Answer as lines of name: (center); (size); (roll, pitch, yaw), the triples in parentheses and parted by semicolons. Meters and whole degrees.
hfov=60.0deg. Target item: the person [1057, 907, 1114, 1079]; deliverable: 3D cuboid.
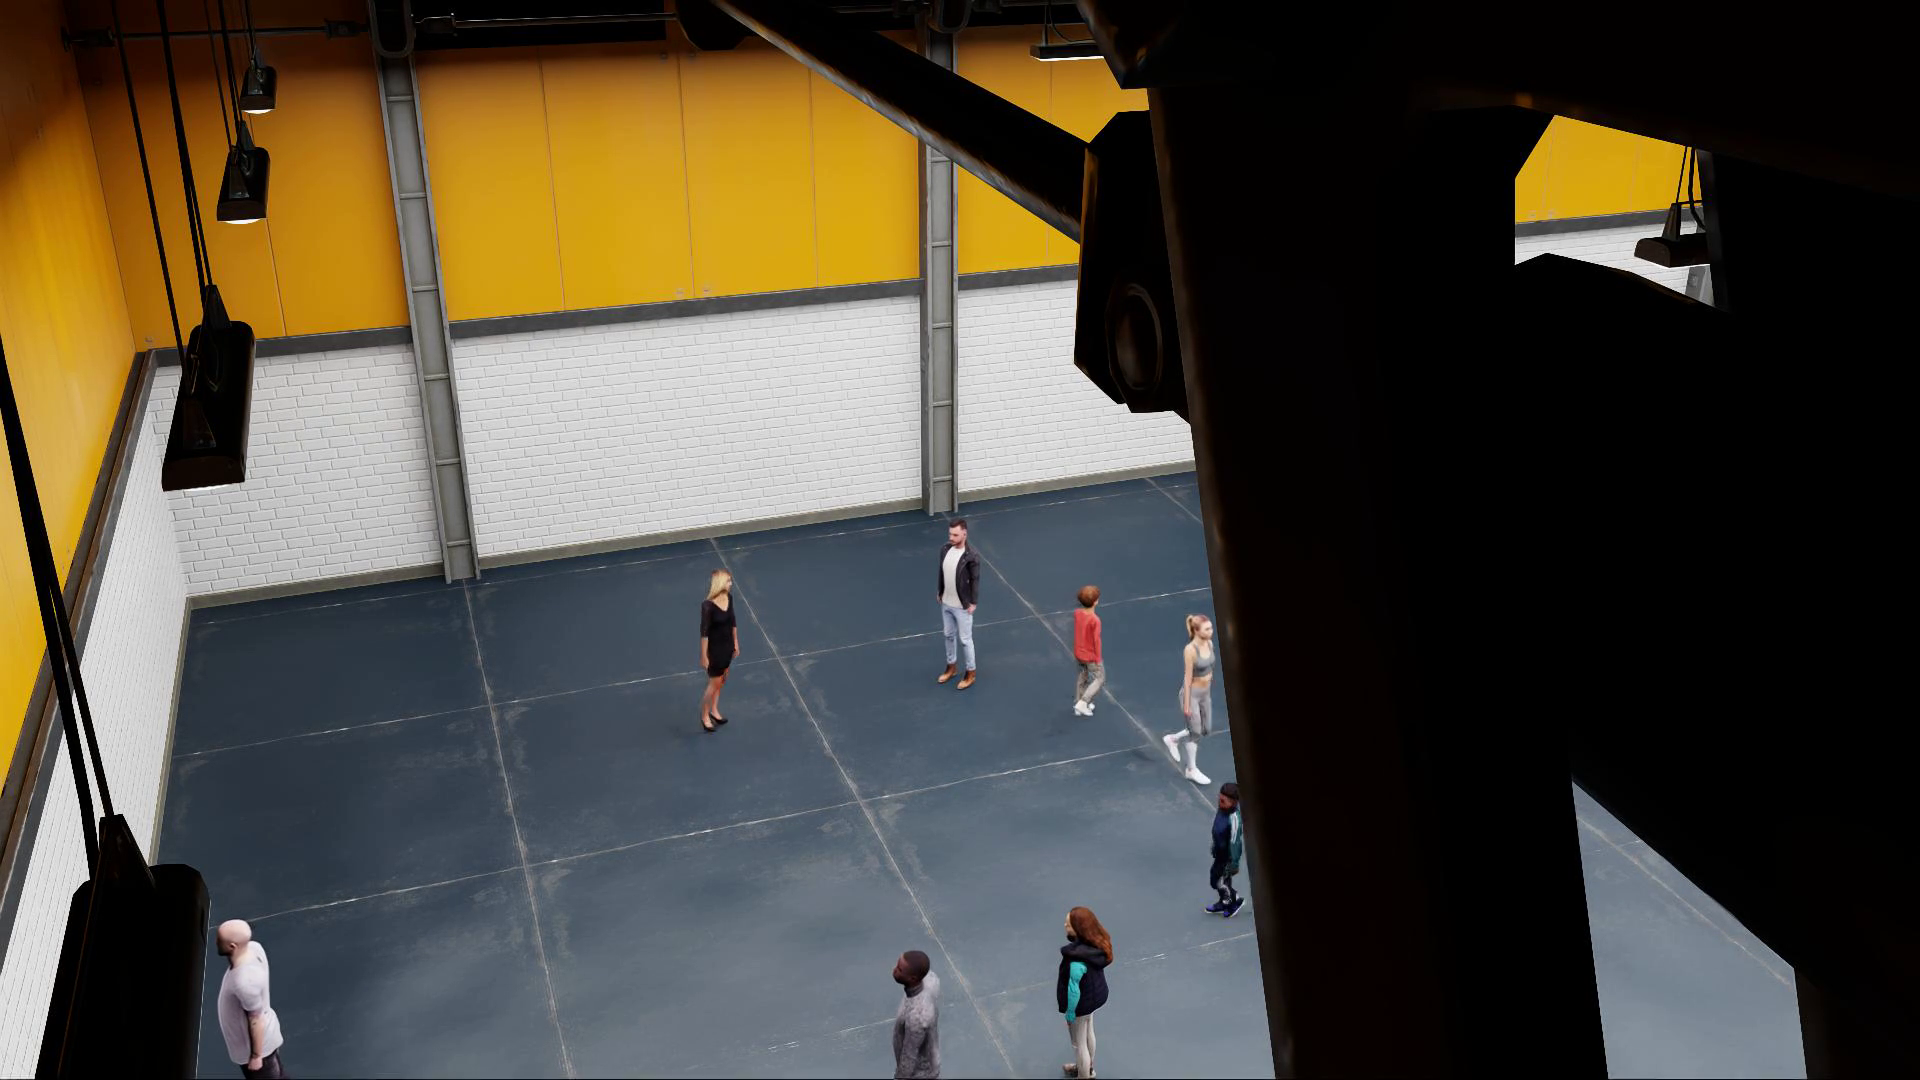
person: (0.852, 3.175, 11.551); (0.728, 1.500, 0.675); (8, 25, 18)

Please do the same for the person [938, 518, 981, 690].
person: (-0.019, 0.620, 16.986); (0.728, 1.830, 0.726); (19, 30, 36)

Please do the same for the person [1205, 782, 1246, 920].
person: (2.208, 2.502, 13.407); (0.583, 1.247, 0.559); (-4, 24, -10)

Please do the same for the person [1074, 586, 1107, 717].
person: (1.214, 1.124, 16.357); (0.637, 1.409, 0.601); (-17, 29, -34)

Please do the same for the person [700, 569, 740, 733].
person: (-2.390, 1.074, 16.165); (0.760, 1.655, 0.687); (19, 30, 37)

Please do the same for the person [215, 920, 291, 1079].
person: (-4.629, 3.264, 10.928); (0.554, 1.837, 0.661); (-8, 25, -18)

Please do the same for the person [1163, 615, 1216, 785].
person: (2.095, 1.434, 15.298); (0.818, 1.689, 0.843); (21, 31, 39)

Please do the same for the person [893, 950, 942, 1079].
person: (-0.171, 3.399, 10.645); (1.098, 1.816, 0.930); (1, 24, 1)
